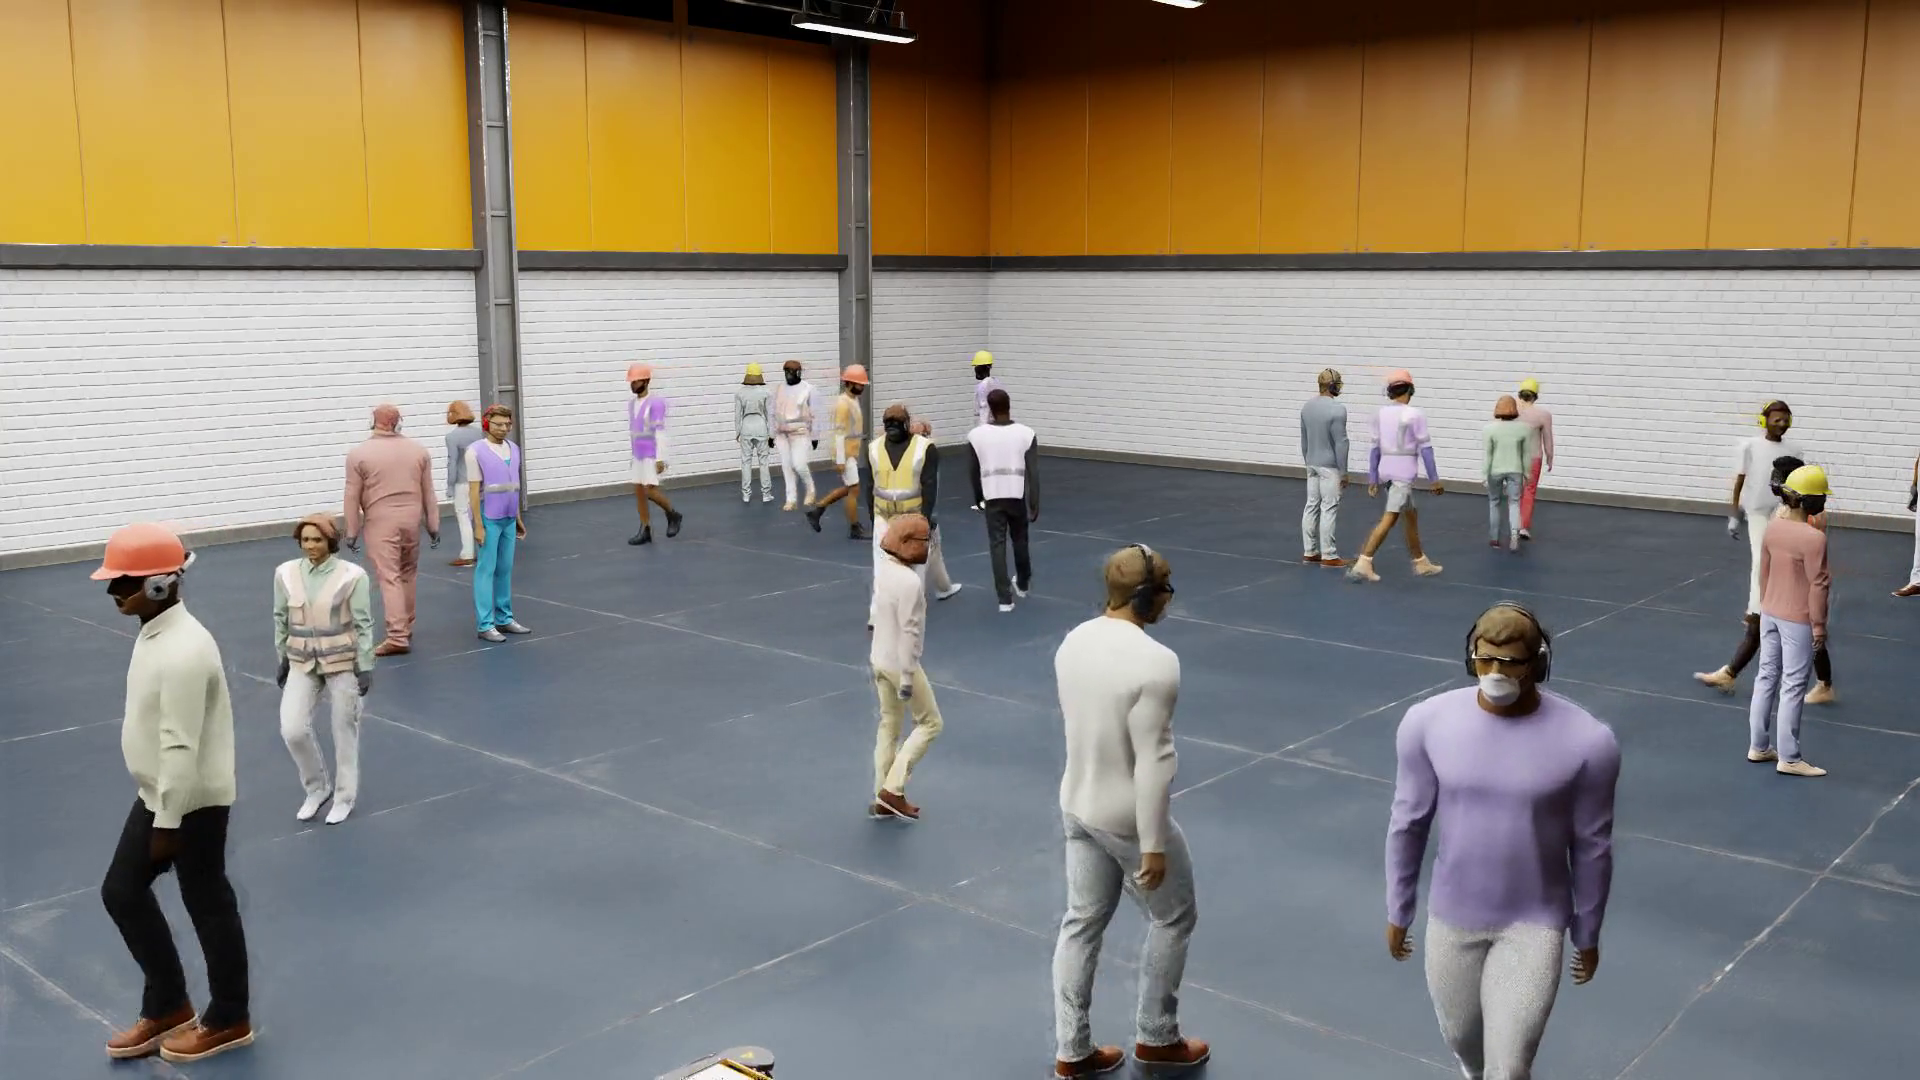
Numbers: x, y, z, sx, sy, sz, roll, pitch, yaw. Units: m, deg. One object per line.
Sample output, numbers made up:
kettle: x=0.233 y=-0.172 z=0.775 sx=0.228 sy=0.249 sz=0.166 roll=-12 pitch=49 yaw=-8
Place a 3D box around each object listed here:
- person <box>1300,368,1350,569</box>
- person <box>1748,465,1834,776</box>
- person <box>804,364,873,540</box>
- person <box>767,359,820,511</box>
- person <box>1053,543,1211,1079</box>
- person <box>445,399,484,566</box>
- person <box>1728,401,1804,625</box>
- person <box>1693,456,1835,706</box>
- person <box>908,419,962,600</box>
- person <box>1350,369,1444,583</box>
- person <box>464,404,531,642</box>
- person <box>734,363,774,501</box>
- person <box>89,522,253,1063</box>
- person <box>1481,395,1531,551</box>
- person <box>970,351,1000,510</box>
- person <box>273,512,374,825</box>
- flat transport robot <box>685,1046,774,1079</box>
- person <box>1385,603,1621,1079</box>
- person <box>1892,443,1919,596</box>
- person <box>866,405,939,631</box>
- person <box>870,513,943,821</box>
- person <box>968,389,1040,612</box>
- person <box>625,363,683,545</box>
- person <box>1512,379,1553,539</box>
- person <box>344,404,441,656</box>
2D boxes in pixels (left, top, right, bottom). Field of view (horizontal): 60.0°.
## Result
person: x=3.547 y=-0.692 z=16.127 sx=0.372 sy=1.940 sz=0.631 roll=-4 pitch=10 yaw=-26
person: x=4.752 y=0.453 z=9.475 sx=0.315 sy=1.768 sz=0.526 roll=-2 pitch=9 yaw=-9
person: x=-1.287 y=-0.933 z=17.768 sx=0.727 sy=1.899 sz=0.581 roll=2 pitch=9 yaw=11
person: x=-2.016 y=-1.260 z=20.039 sx=0.629 sy=1.828 sz=0.438 roll=4 pitch=10 yaw=26
person: x=0.623 y=0.960 z=5.827 sx=0.726 sy=1.914 sz=0.660 roll=-6 pitch=11 yaw=-32
person: x=-4.818 y=-0.557 z=16.228 sx=0.265 sy=1.632 sz=0.506 roll=4 pitch=10 yaw=25
person: x=6.407 y=-0.164 z=13.079 sx=0.555 sy=1.846 sz=0.767 roll=0 pitch=9 yaw=0
person: x=5.383 y=0.273 z=10.963 sx=0.885 sy=1.642 sz=0.547 roll=1 pitch=9 yaw=9
person: x=-0.338 y=-0.236 z=14.314 sx=0.529 sy=1.598 sz=0.756 roll=6 pitch=11 yaw=34
person: x=4.042 y=-0.595 z=15.426 sx=1.084 sy=1.973 sz=0.636 roll=-4 pitch=10 yaw=-23
person: x=-3.623 y=-0.140 z=12.974 sx=0.390 sy=1.838 sz=0.563 roll=4 pitch=10 yaw=22
person: x=-2.577 y=-1.352 z=20.878 sx=0.492 sy=1.742 sz=0.324 roll=0 pitch=9 yaw=1
person: x=-2.859 y=0.919 z=5.878 sx=0.628 sy=1.973 sz=0.653 roll=-7 pitch=11 yaw=-37
person: x=5.608 y=-0.684 z=17.081 sx=0.506 sy=1.614 sz=0.682 roll=2 pitch=9 yaw=10
person: x=0.301 y=-1.322 z=20.115 sx=0.384 sy=1.924 sz=0.593 roll=3 pitch=9 yaw=17
person: x=-3.269 y=0.668 z=8.538 sx=0.547 sy=1.622 sz=0.402 roll=0 pitch=9 yaw=3
flat transport robot: x=-0.954 y=1.916 z=4.967 sx=0.652 sy=0.197 sz=1.431 roll=8 pitch=12 yaw=40
person: x=1.620 y=1.099 z=5.006 sx=0.639 sy=1.910 sz=0.906 roll=4 pitch=10 yaw=26
person: x=8.478 y=-0.393 z=14.460 sx=0.329 sy=1.873 sz=0.516 roll=-3 pitch=10 yaw=-19
person: x=-0.493 y=-0.165 z=13.254 sx=0.622 sy=1.798 sz=0.902 roll=2 pitch=9 yaw=12
person: x=-0.292 y=0.662 z=8.611 sx=0.355 sy=1.616 sz=0.507 roll=-4 pitch=10 yaw=-26
person: x=0.373 y=-0.356 z=14.255 sx=0.603 sy=1.861 sz=0.981 roll=0 pitch=9 yaw=-2
person: x=-3.272 y=-0.909 z=17.536 sx=0.577 sy=1.923 sz=0.533 roll=8 pitch=12 yaw=43
person: x=6.145 y=-0.890 z=18.053 sx=0.537 sy=1.722 sz=0.883 roll=5 pitch=10 yaw=29
person: x=-4.319 y=-0.089 z=12.617 sx=0.674 sy=1.867 sz=0.710 roll=-9 pitch=12 yaw=-43
